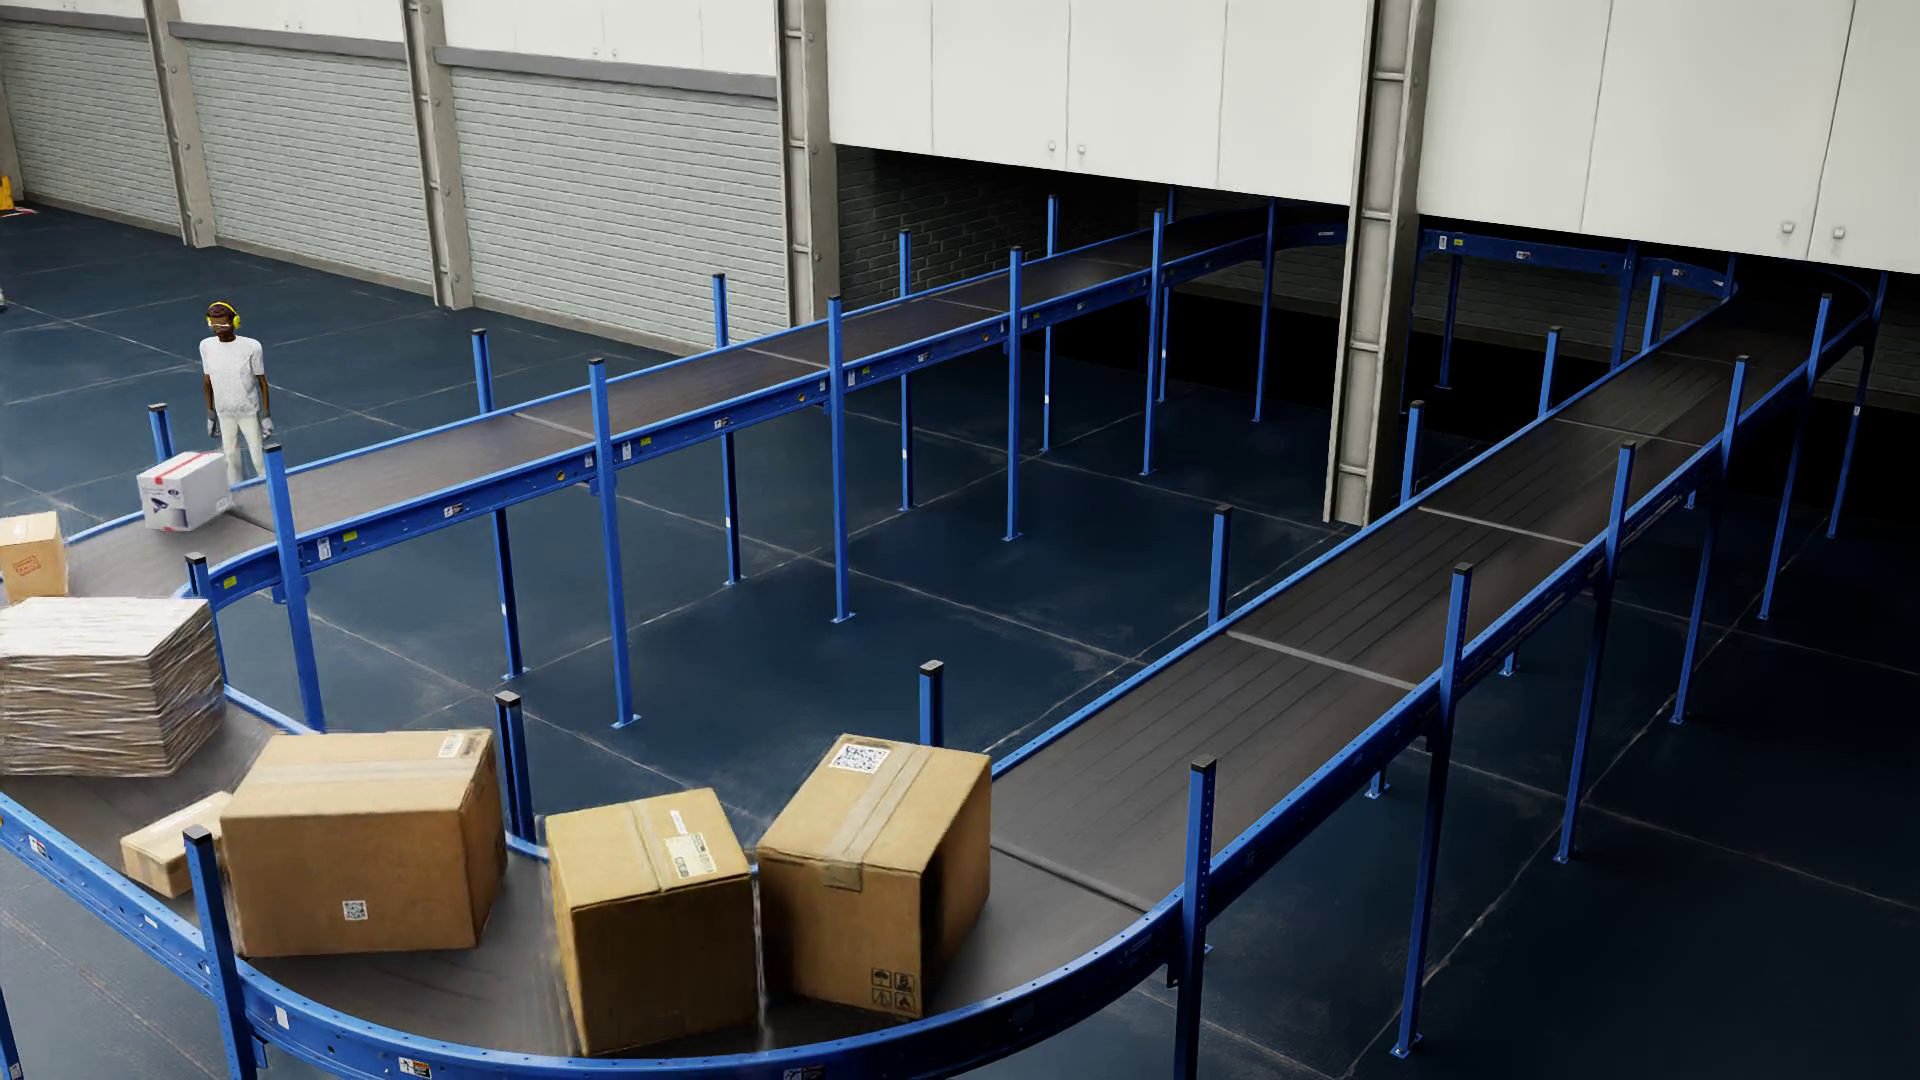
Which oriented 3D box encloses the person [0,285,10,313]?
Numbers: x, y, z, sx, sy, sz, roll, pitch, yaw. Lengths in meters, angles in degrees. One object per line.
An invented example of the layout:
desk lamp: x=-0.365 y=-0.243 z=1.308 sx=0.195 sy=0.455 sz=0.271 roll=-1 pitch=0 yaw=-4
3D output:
person: x=-11.832 y=-3.638 z=19.858 sx=0.660 sy=1.884 sz=0.993 roll=-18 pitch=28 yaw=-38

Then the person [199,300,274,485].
person: x=-5.689 y=-0.973 z=13.120 sx=0.520 sy=1.865 sz=0.328 roll=-1 pitch=22 yaw=-2
